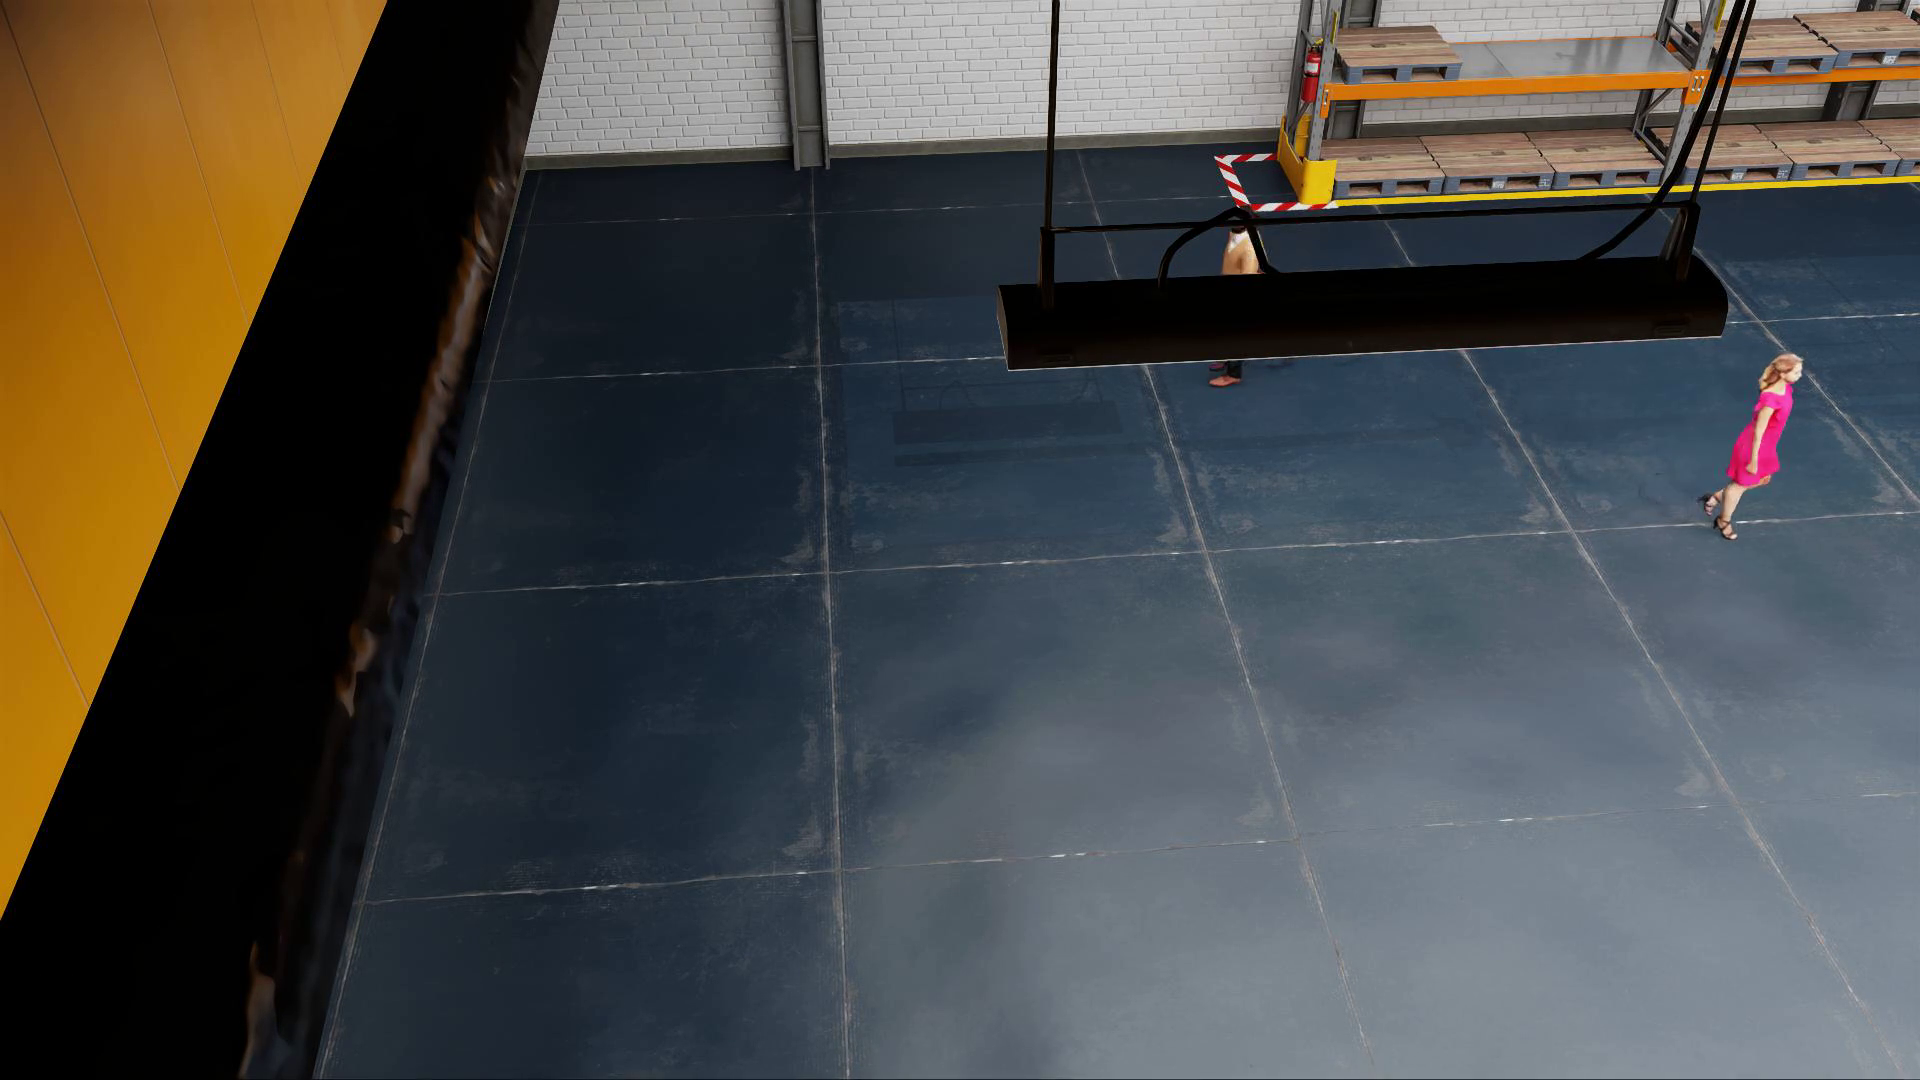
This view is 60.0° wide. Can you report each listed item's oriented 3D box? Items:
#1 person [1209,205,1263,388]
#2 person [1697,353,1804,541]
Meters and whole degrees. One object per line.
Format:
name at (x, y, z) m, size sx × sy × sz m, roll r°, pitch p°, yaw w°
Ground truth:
person at (2.494, -2.141, 14.606) m, size 0.667 × 1.741 × 0.704 m, roll -10°, pitch 40°, yaw -12°
person at (6.081, -0.752, 12.886) m, size 0.861 × 1.718 × 0.800 m, roll 26°, pitch 45°, yaw 29°
